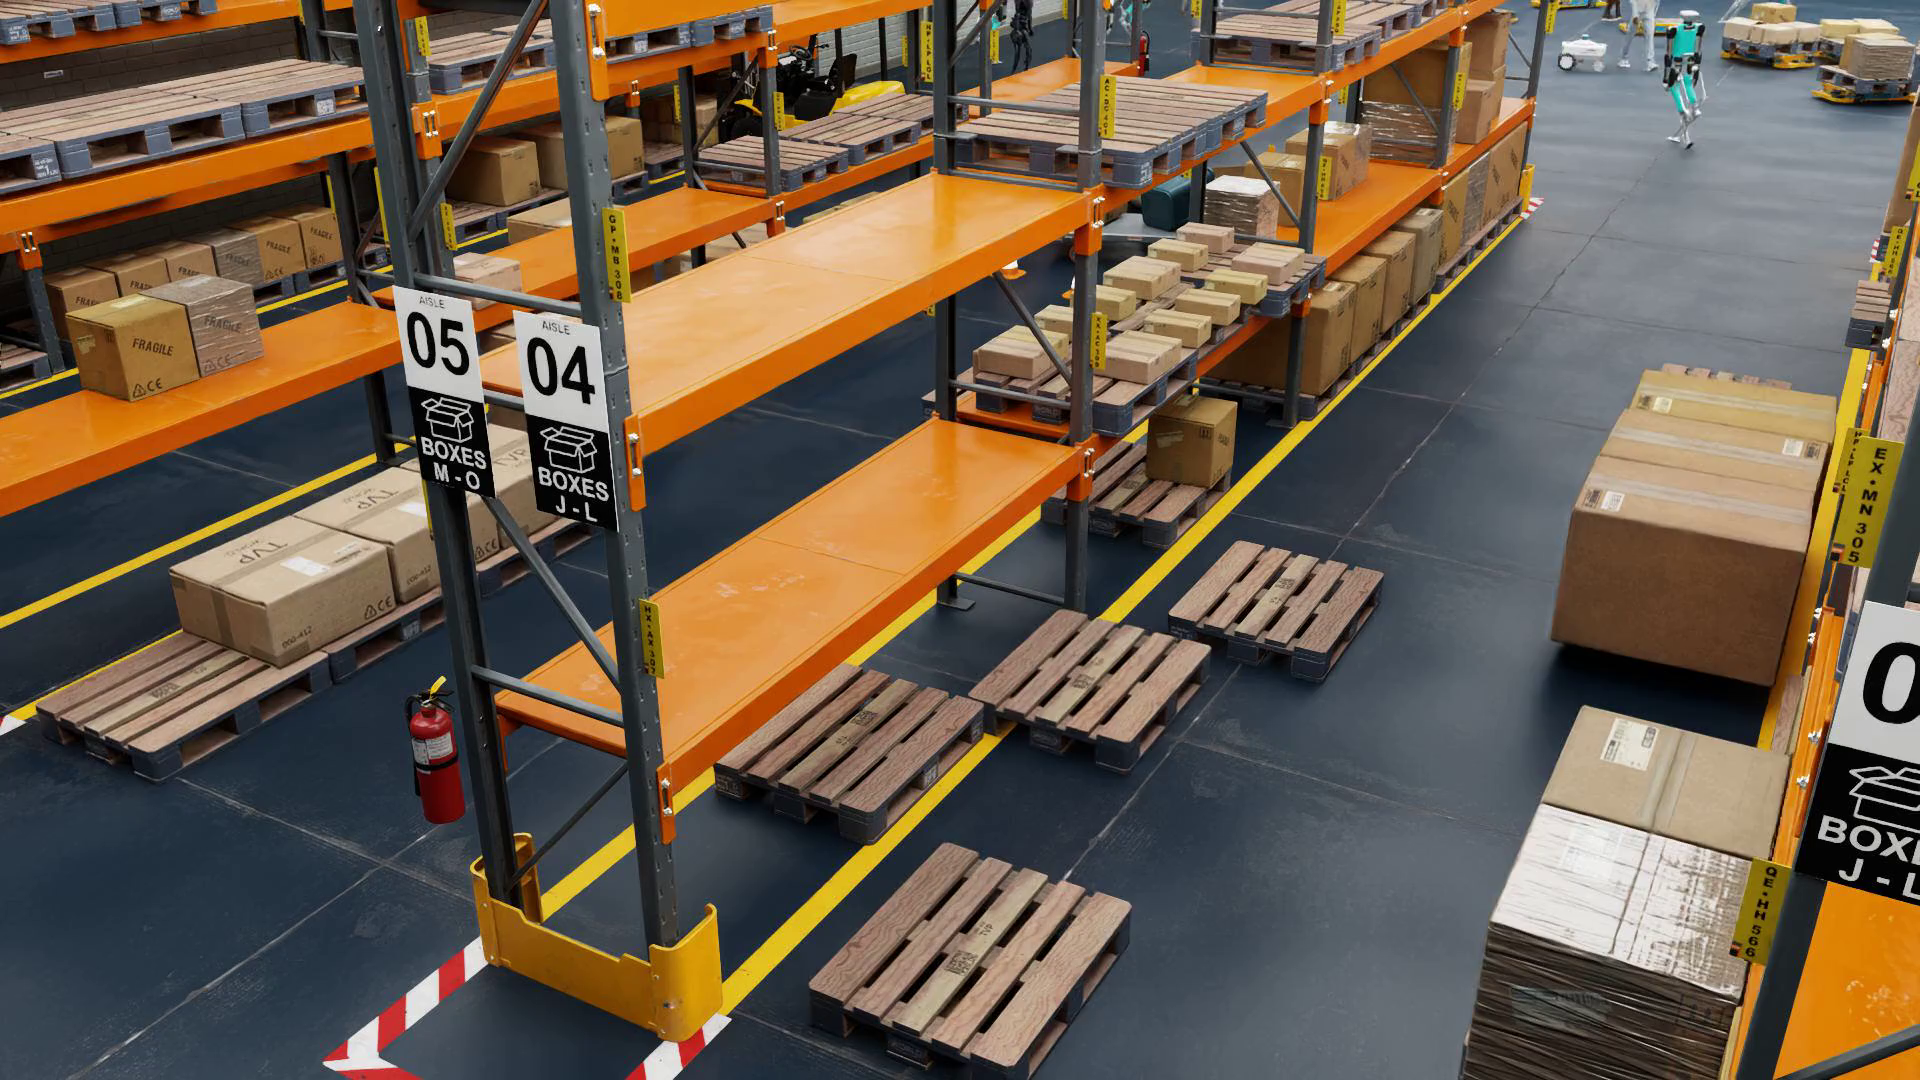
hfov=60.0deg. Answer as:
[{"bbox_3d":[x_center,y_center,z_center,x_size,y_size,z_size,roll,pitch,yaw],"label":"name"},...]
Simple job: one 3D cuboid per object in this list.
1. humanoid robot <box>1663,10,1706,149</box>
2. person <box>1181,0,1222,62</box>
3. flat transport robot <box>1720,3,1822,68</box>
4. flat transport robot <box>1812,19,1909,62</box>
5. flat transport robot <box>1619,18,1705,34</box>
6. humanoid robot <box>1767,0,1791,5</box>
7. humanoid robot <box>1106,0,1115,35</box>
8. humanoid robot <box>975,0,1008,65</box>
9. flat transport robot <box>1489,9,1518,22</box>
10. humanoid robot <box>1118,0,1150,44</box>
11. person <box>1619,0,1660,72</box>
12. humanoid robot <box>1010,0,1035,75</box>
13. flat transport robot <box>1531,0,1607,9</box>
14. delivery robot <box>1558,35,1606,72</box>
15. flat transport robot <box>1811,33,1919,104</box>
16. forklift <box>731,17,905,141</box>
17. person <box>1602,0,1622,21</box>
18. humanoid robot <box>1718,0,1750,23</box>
[{"bbox_3d":[9.934,-6.196,22.620,0.559,1.854,0.835,-5,26,-10],"label":"humanoid robot"},{"bbox_3d":[4.037,-8.962,28.096,0.636,1.883,1.017,-6,26,-12],"label":"person"},{"bbox_3d":[13.881,-8.328,28.646,0.659,0.231,1.431,-11,28,-22],"label":"flat transport robot"},{"bbox_3d":[15.394,-8.327,28.644,0.659,0.231,1.431,-2,26,-4],"label":"flat transport robot"},{"bbox_3d":[13.350,-9.755,31.612,1.431,0.231,0.659,4,26,9],"label":"flat transport robot"},{"bbox_3d":[15.285,-10.131,30.727,1.010,1.748,0.544,-13,29,-26],"label":"humanoid robot"},{"bbox_3d":[2.209,-8.376,27.072,0.531,1.776,0.801,7,27,15],"label":"humanoid robot"},{"bbox_3d":[0.458,-8.788,27.756,0.533,1.677,0.735,14,29,26],"label":"humanoid robot"},{"bbox_3d":[10.262,-10.420,32.993,0.659,0.231,1.431,-20,32,-36],"label":"flat transport robot"},{"bbox_3d":[3.117,-9.693,29.868,0.718,1.848,0.537,-10,27,-20],"label":"humanoid robot"},{"bbox_3d":[11.429,-8.783,27.760,0.598,1.852,1.063,-3,26,-6],"label":"person"},{"bbox_3d":[1.000,-8.285,26.947,0.474,1.630,0.616,14,29,26],"label":"humanoid robot"},{"bbox_3d":[12.722,-11.249,34.716,1.431,0.231,0.659,-10,27,-20],"label":"flat transport robot"},{"bbox_3d":[10.511,-8.222,28.087,0.782,0.586,0.499,8,27,17],"label":"delivery robot"},{"bbox_3d":[14.044,-6.925,25.731,1.431,0.231,0.659,-3,26,-6],"label":"flat transport robot"},{"bbox_3d":[-1.819,-5.975,21.543,2.313,2.155,1.214,14,29,26],"label":"forklift"},{"bbox_3d":[13.031,-11.232,32.763,0.587,1.936,0.688,-8,27,-16],"label":"person"},{"bbox_3d":[15.206,-10.935,32.375,0.669,1.801,0.539,5,26,11],"label":"humanoid robot"}]
